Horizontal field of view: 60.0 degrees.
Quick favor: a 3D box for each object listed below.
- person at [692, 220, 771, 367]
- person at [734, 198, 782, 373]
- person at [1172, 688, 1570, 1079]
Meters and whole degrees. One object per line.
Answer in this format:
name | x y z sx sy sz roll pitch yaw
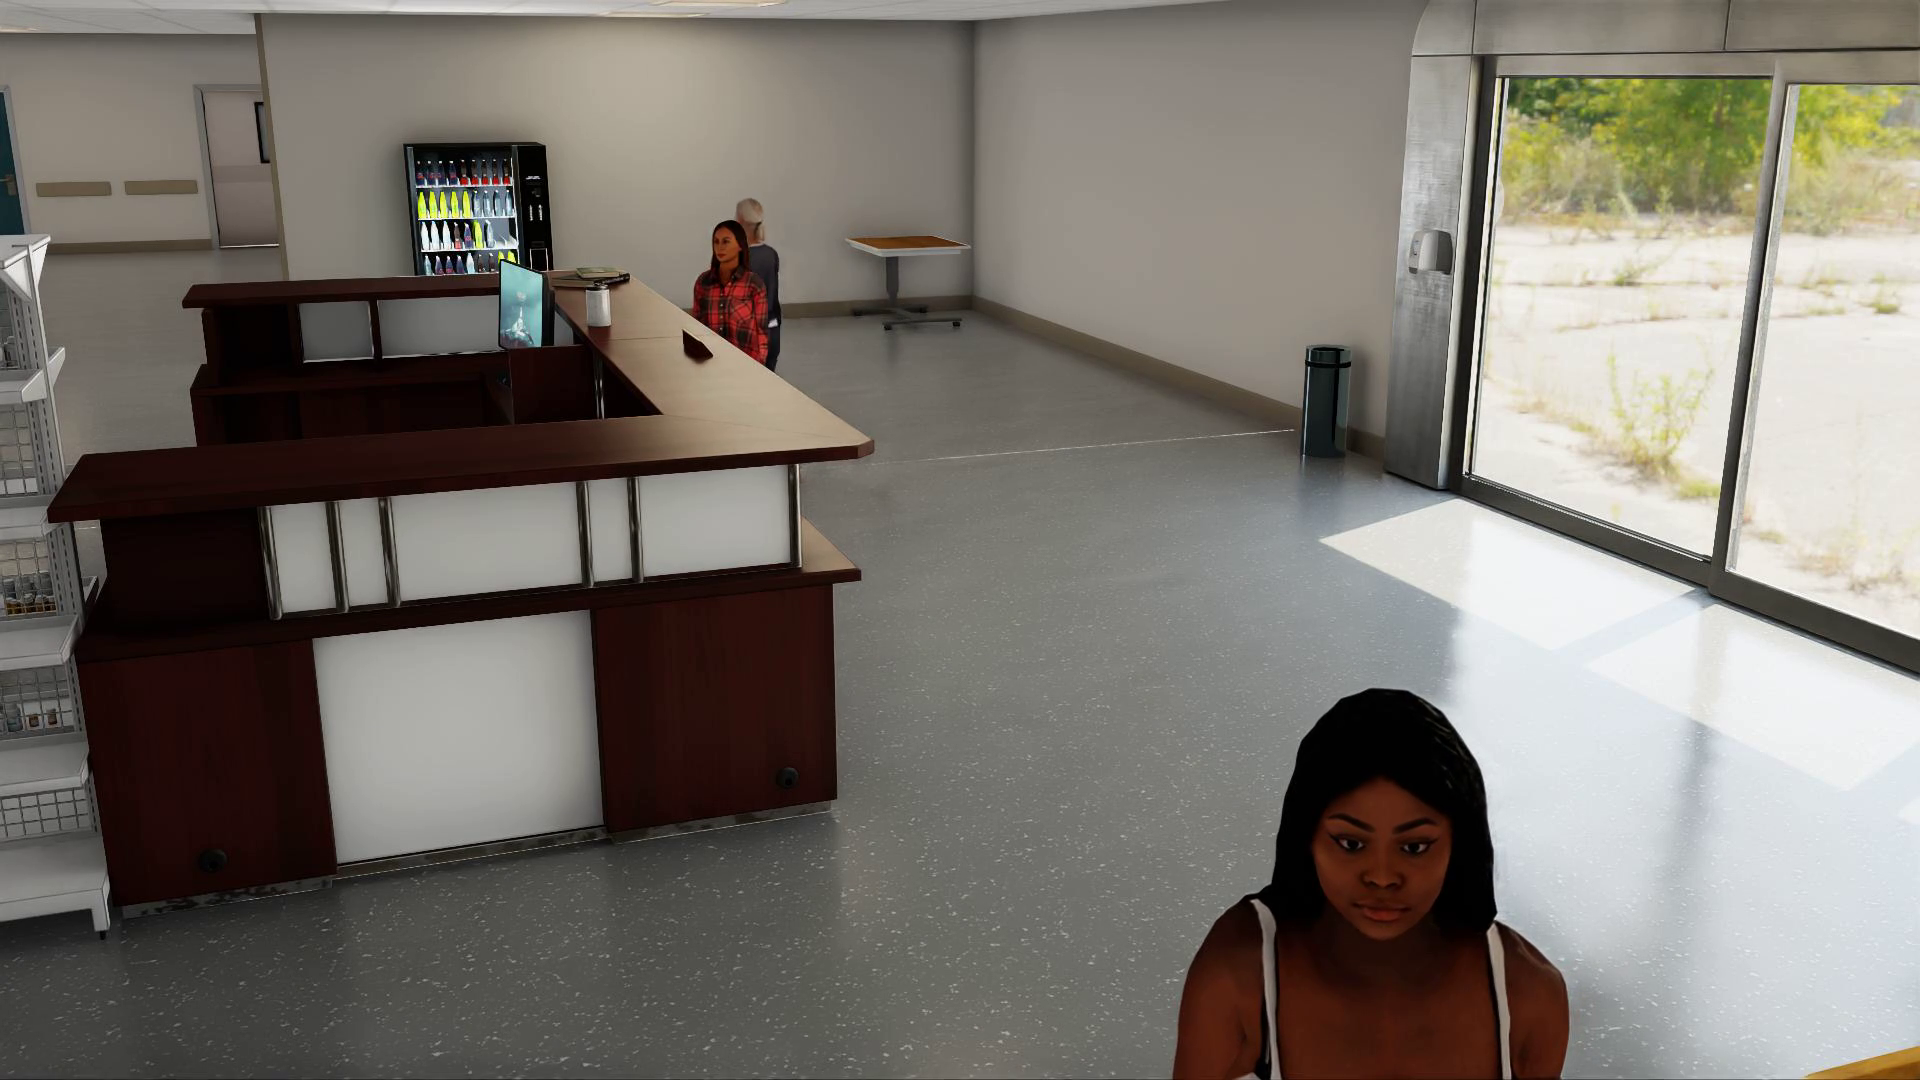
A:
person | -1.279 -0.938 9.339 0.665 1.703 0.761 4 16 13
person | -1.277 -1.294 10.583 0.823 1.714 0.834 -14 21 -40
person | 0.487 1.041 2.124 0.679 1.809 0.795 1 16 4
